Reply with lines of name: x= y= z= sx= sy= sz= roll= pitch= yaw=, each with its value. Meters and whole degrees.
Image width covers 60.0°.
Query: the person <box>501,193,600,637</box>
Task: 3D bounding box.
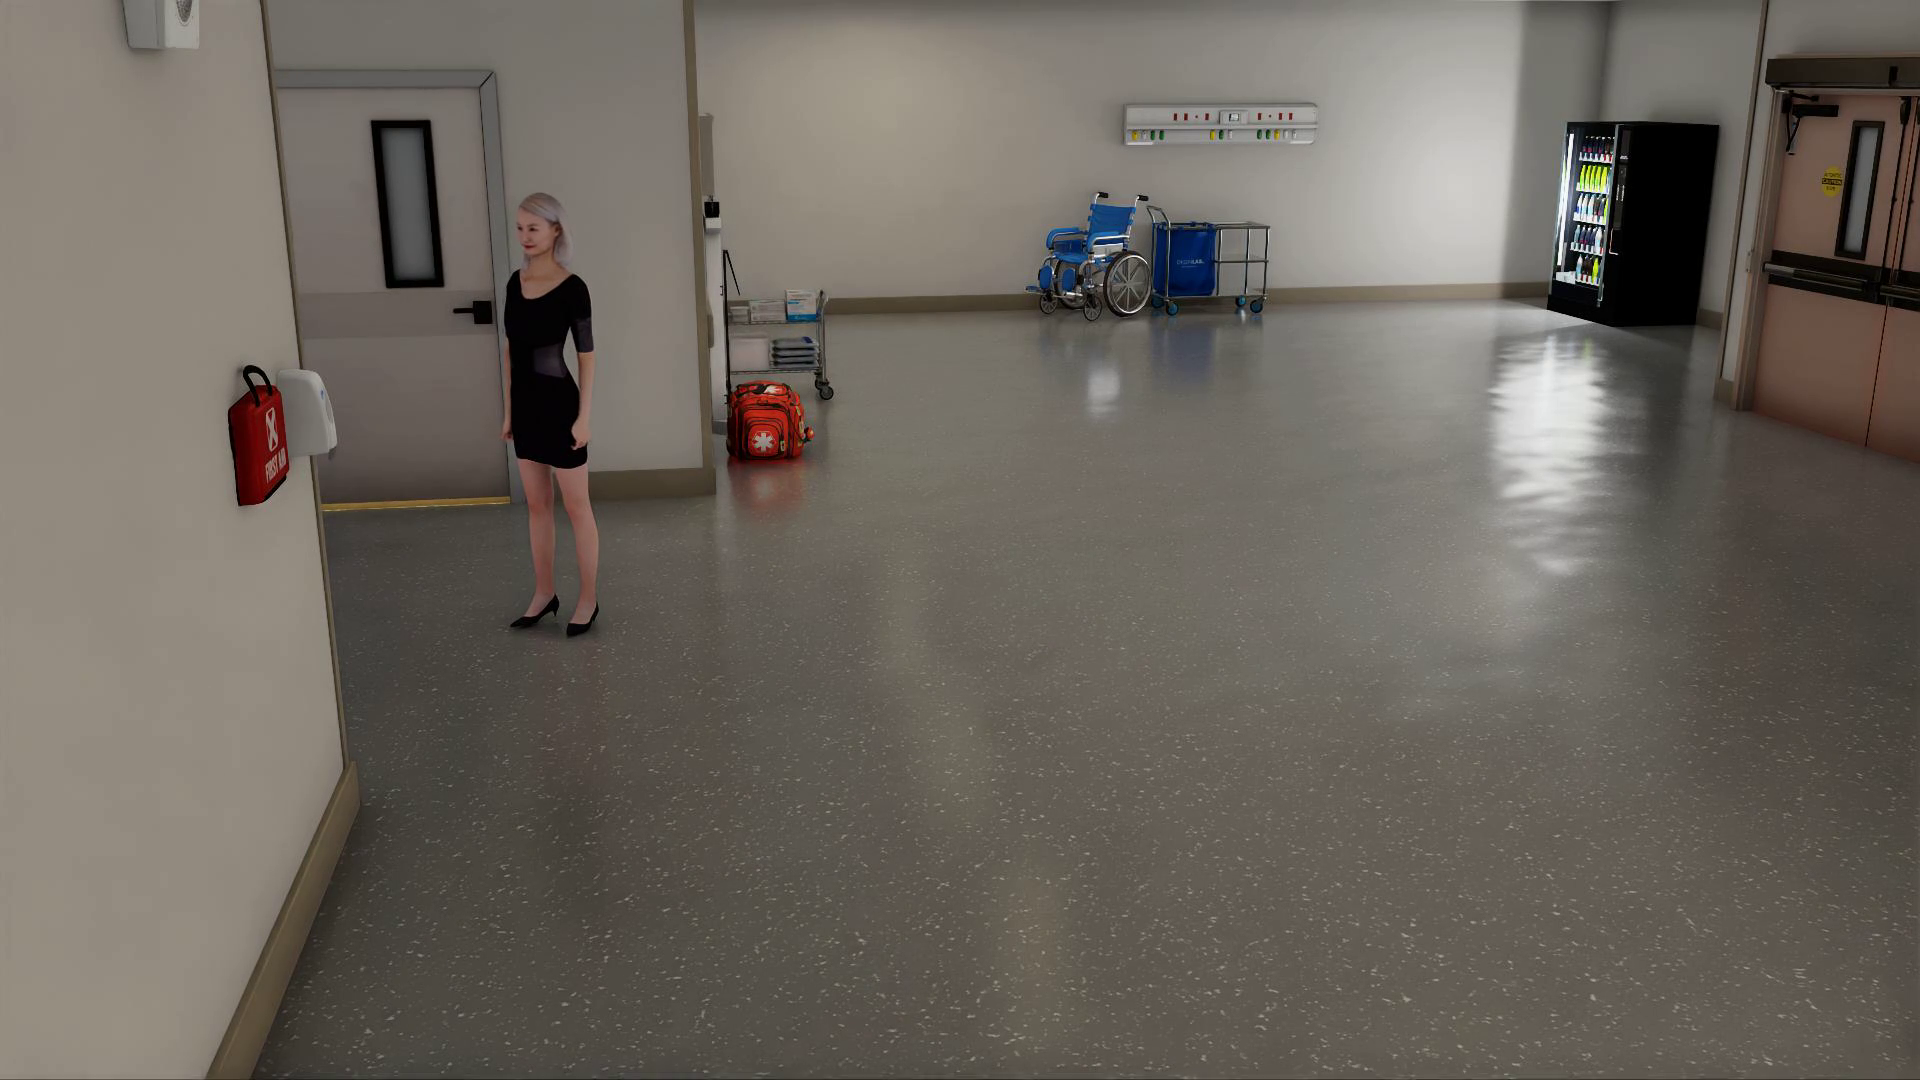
person: x=-1.708 y=-0.517 z=6.934 sx=0.648 sy=1.832 sz=0.670 roll=7 pitch=17 yaw=24
